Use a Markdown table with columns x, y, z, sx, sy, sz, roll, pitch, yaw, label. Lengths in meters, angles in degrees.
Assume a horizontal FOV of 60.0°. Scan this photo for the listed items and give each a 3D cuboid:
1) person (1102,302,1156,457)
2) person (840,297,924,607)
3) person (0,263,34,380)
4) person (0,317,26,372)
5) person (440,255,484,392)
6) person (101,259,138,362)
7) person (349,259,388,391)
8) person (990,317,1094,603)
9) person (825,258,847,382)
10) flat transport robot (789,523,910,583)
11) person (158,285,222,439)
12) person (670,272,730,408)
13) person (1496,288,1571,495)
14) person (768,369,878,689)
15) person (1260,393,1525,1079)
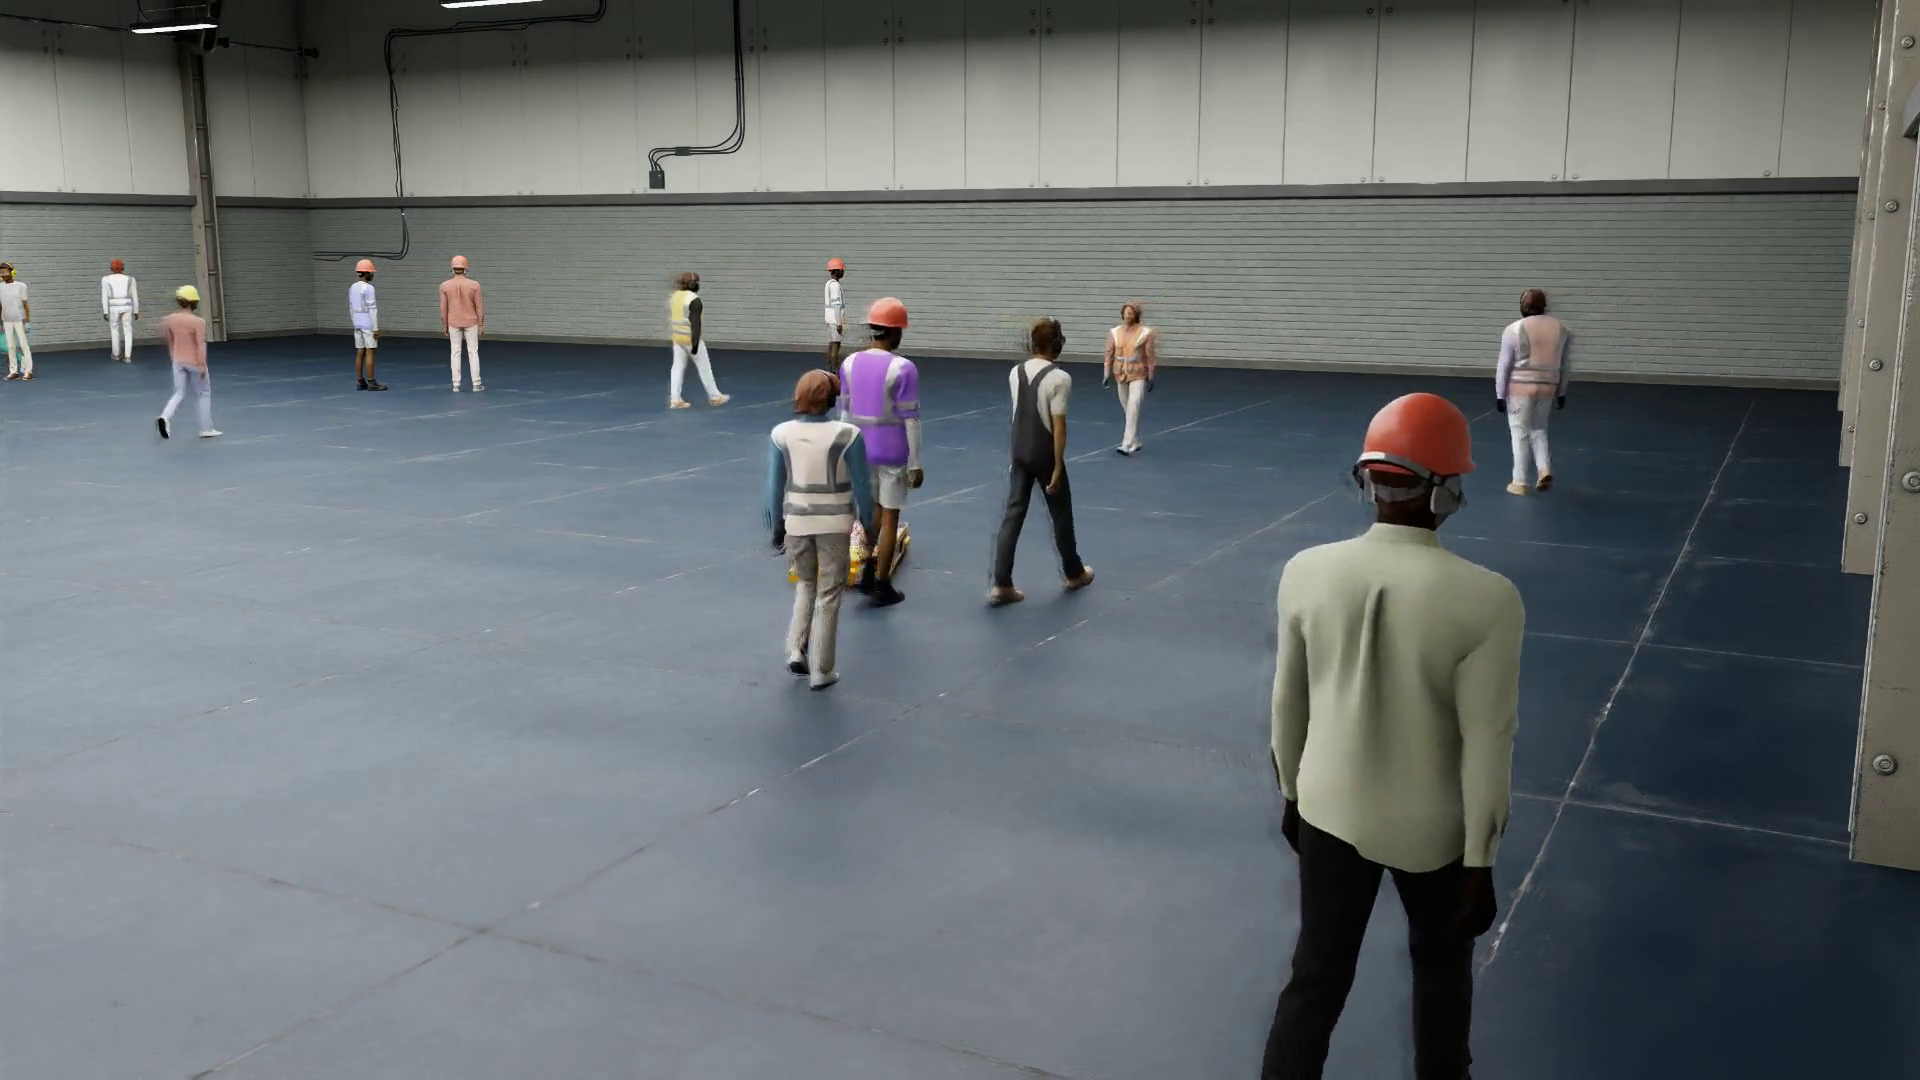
| x | y | z | sx | sy | sz | roll | pitch | yaw | label |
| --- | --- | --- | --- | --- | --- | --- | --- | --- | --- |
| 1.762 | -1.675 | 17.385 | 0.512 | 1.594 | 0.864 | 6 | 12 | 31 | person |
| -0.463 | -0.538 | 10.317 | 0.571 | 1.913 | 0.417 | 6 | 12 | 32 | person |
| -15.066 | -3.471 | 26.477 | 0.511 | 1.861 | 0.312 | 0 | 10 | -1 | person |
| -15.784 | -3.553 | 27.218 | 0.522 | 1.740 | 0.697 | 5 | 12 | 26 | person |
| -7.322 | -3.182 | 24.512 | 0.612 | 1.997 | 0.375 | -1 | 10 | -8 | person |
| -15.336 | -4.180 | 30.345 | 0.612 | 1.847 | 0.904 | -7 | 13 | -35 | person |
| -8.776 | -3.173 | 24.626 | 0.548 | 1.937 | 0.379 | 8 | 13 | 38 | person |
| 0.517 | -0.508 | 10.511 | 0.505 | 1.796 | 0.991 | 8 | 13 | 37 | person |
| -1.937 | -3.447 | 26.110 | 0.354 | 1.942 | 0.545 | -3 | 11 | -16 | person |
| -0.741 | 0.063 | 11.530 | 0.652 | 0.197 | 1.431 | 1 | 10 | 4 | flat transport robot |
| -8.715 | -1.991 | 18.710 | 0.525 | 1.740 | 0.728 | 2 | 11 | 13 | person |
| -3.515 | -2.664 | 22.224 | 0.894 | 1.807 | 0.628 | -10 | 14 | -44 | person |
| 5.034 | -1.298 | 14.694 | 0.652 | 1.830 | 0.438 | -2 | 11 | -10 | person |
| -0.694 | -0.052 | 8.467 | 0.519 | 1.626 | 0.378 | 4 | 11 | 21 | person |
| 0.973 | 0.631 | 3.869 | 0.630 | 1.951 | 1.009 | 8 | 13 | 38 | person |
